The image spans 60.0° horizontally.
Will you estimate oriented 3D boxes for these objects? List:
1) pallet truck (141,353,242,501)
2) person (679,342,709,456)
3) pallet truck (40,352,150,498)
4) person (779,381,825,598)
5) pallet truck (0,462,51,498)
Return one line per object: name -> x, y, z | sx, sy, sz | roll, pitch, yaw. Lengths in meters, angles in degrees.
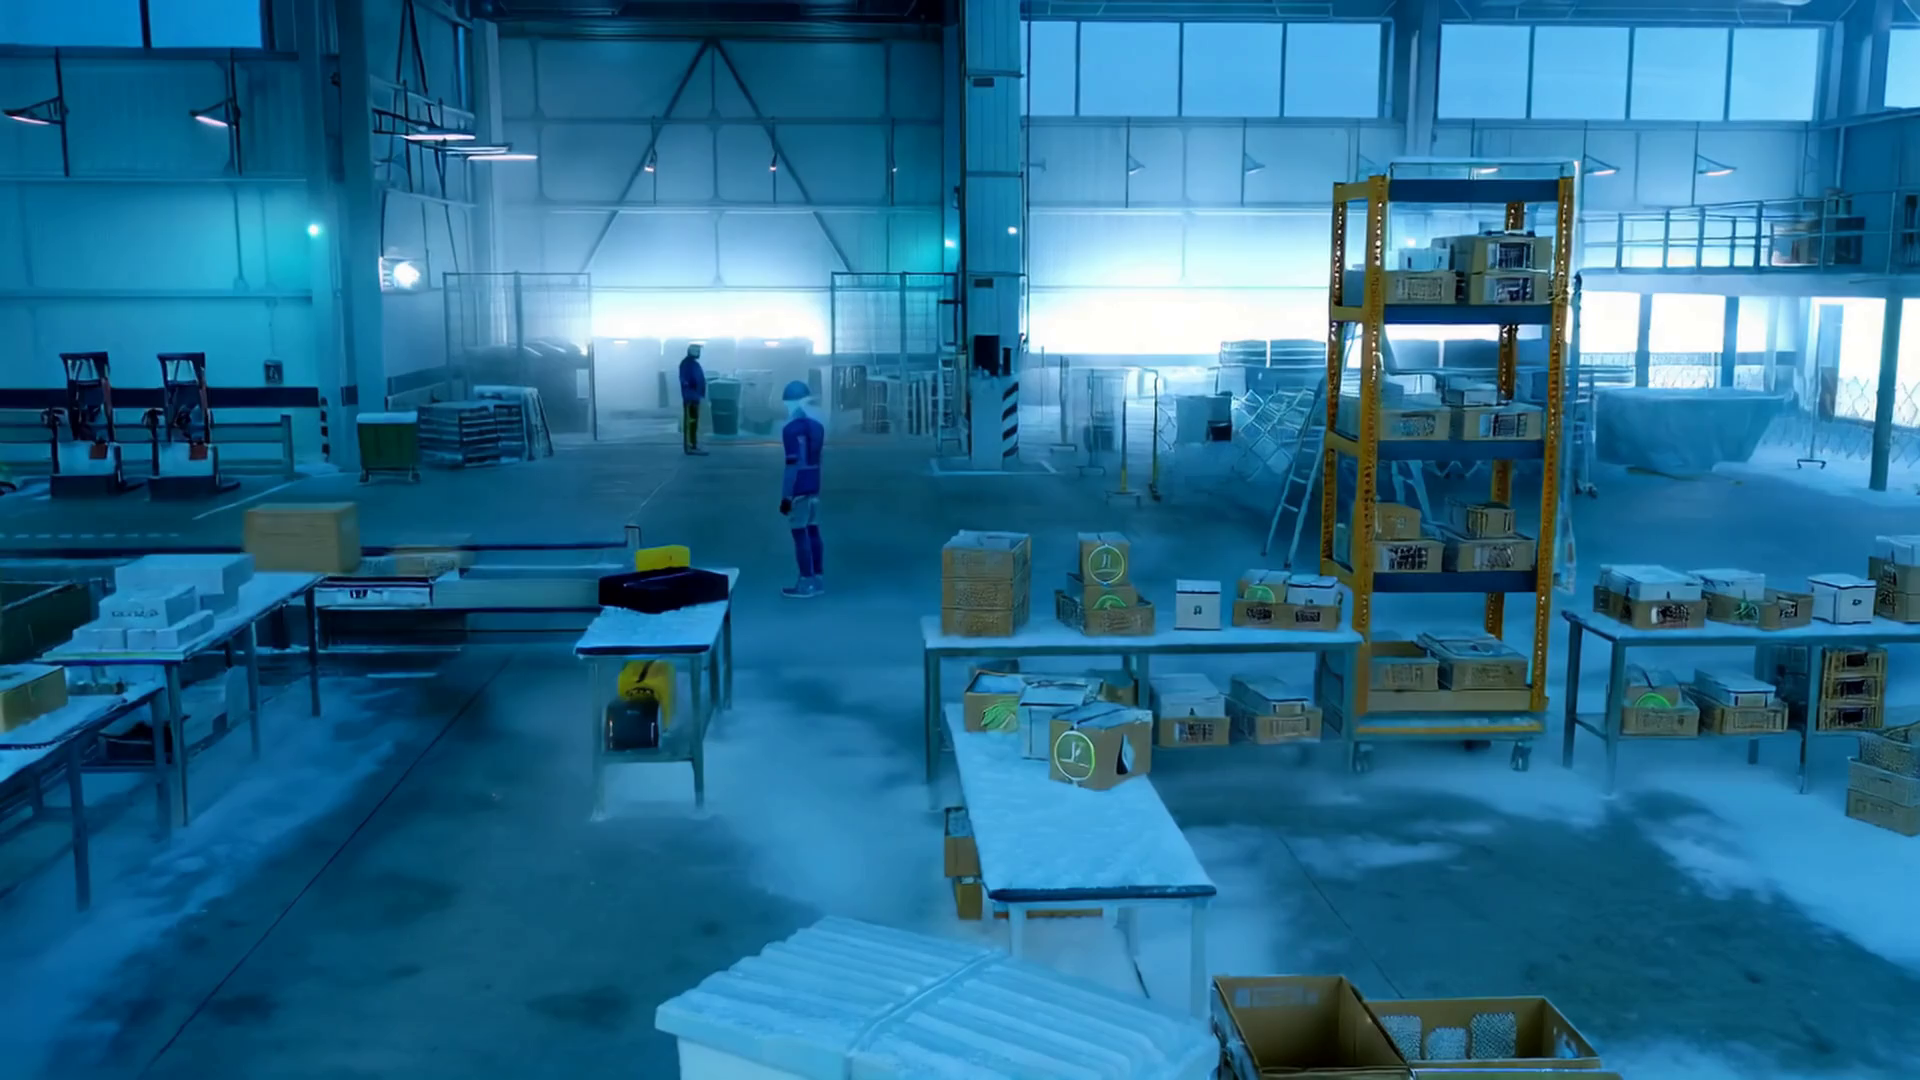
pallet truck -> -10.520, -1.604, 22.925 | 0.823, 1.965, 1.885 | -1, 9, -6
person -> -4.474, -2.358, 27.939 | 0.401, 1.910, 0.642 | -4, 10, -25
pallet truck -> -11.907, -1.642, 23.165 | 0.823, 1.965, 1.885 | 0, 9, 0
person -> -1.523, -0.477, 15.703 | 0.392, 2.041, 0.615 | 4, 10, 24
pallet truck -> -13.193, -1.293, 23.148 | 0.653, 1.274, 1.630 | -1, 9, -4
